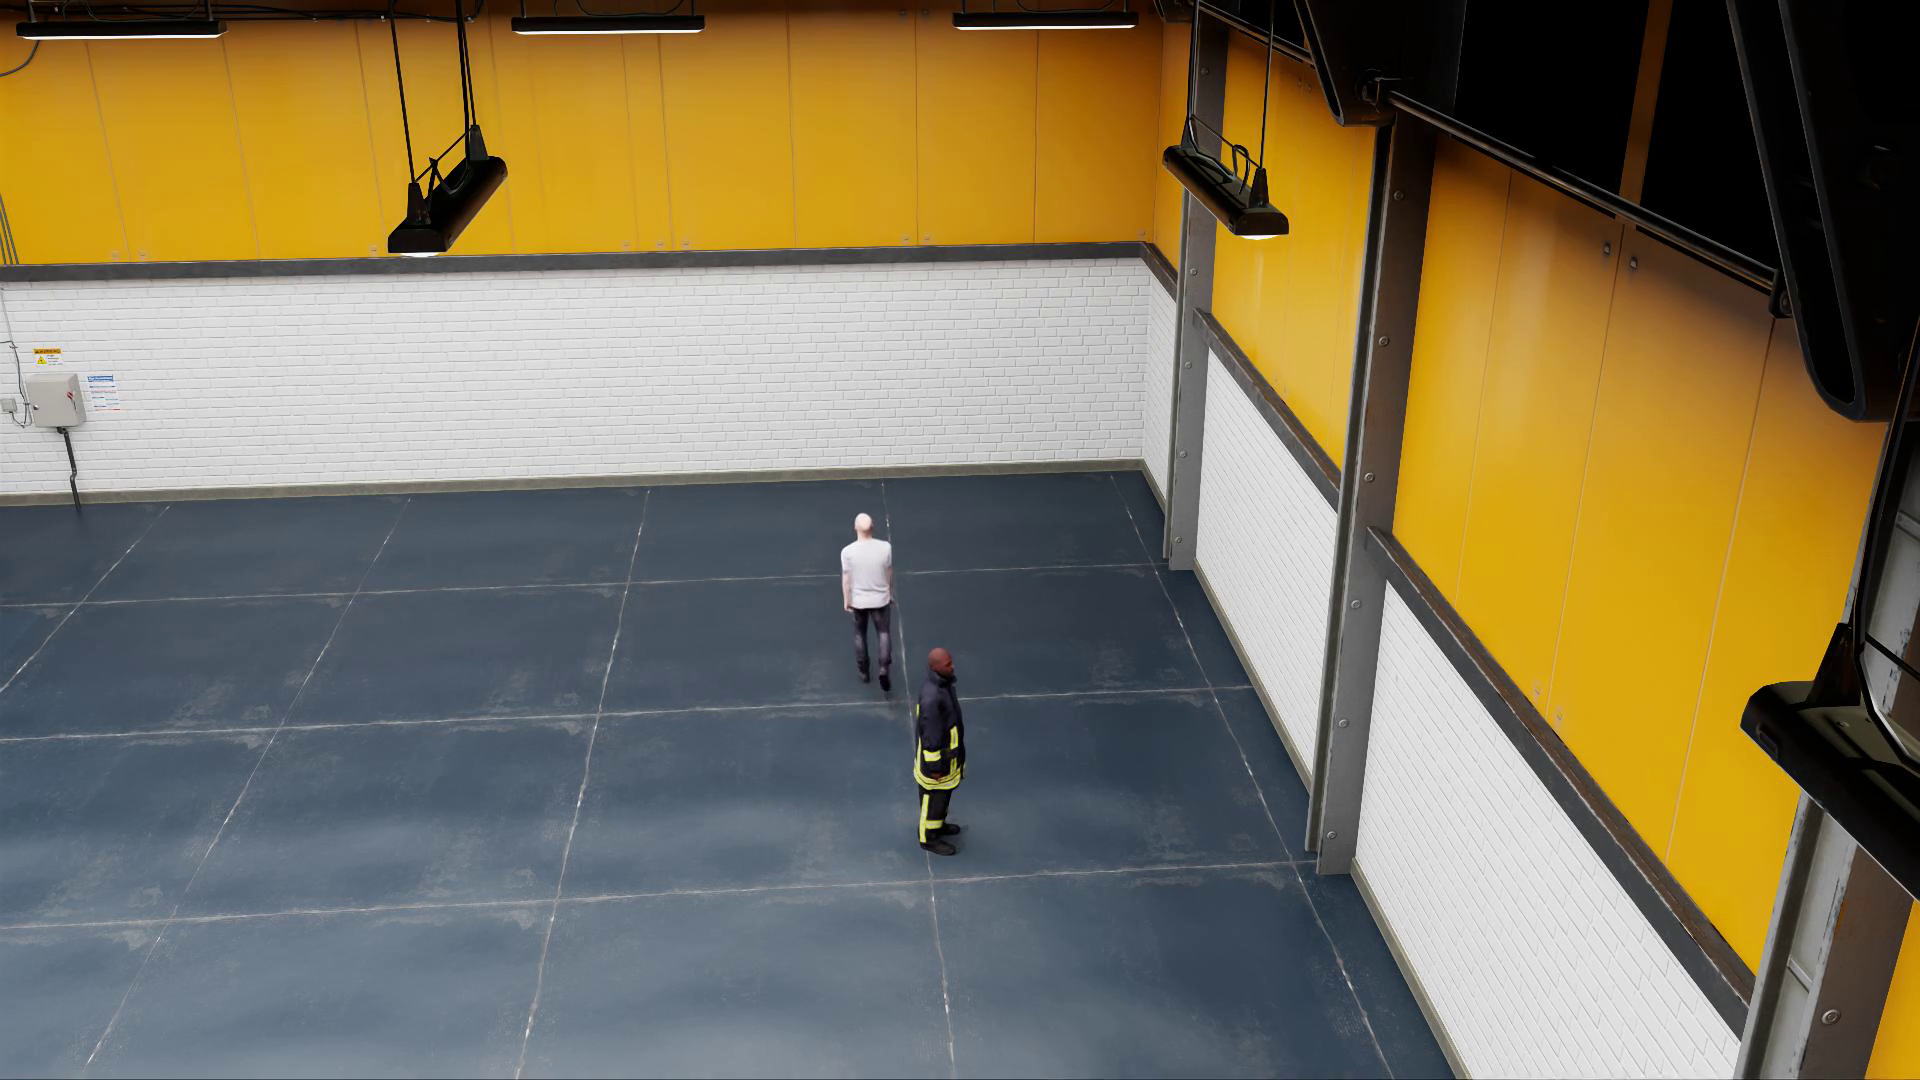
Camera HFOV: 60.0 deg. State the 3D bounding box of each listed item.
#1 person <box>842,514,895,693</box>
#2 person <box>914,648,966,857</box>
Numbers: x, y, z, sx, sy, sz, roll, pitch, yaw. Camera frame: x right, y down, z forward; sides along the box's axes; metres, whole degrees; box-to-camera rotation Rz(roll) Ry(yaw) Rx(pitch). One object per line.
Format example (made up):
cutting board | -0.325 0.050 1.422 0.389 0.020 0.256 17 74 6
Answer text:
person | -0.864 0.632 16.161 0.710 1.818 0.986 -4 24 -9
person | -0.187 1.701 13.712 0.877 1.821 0.709 4 24 10
